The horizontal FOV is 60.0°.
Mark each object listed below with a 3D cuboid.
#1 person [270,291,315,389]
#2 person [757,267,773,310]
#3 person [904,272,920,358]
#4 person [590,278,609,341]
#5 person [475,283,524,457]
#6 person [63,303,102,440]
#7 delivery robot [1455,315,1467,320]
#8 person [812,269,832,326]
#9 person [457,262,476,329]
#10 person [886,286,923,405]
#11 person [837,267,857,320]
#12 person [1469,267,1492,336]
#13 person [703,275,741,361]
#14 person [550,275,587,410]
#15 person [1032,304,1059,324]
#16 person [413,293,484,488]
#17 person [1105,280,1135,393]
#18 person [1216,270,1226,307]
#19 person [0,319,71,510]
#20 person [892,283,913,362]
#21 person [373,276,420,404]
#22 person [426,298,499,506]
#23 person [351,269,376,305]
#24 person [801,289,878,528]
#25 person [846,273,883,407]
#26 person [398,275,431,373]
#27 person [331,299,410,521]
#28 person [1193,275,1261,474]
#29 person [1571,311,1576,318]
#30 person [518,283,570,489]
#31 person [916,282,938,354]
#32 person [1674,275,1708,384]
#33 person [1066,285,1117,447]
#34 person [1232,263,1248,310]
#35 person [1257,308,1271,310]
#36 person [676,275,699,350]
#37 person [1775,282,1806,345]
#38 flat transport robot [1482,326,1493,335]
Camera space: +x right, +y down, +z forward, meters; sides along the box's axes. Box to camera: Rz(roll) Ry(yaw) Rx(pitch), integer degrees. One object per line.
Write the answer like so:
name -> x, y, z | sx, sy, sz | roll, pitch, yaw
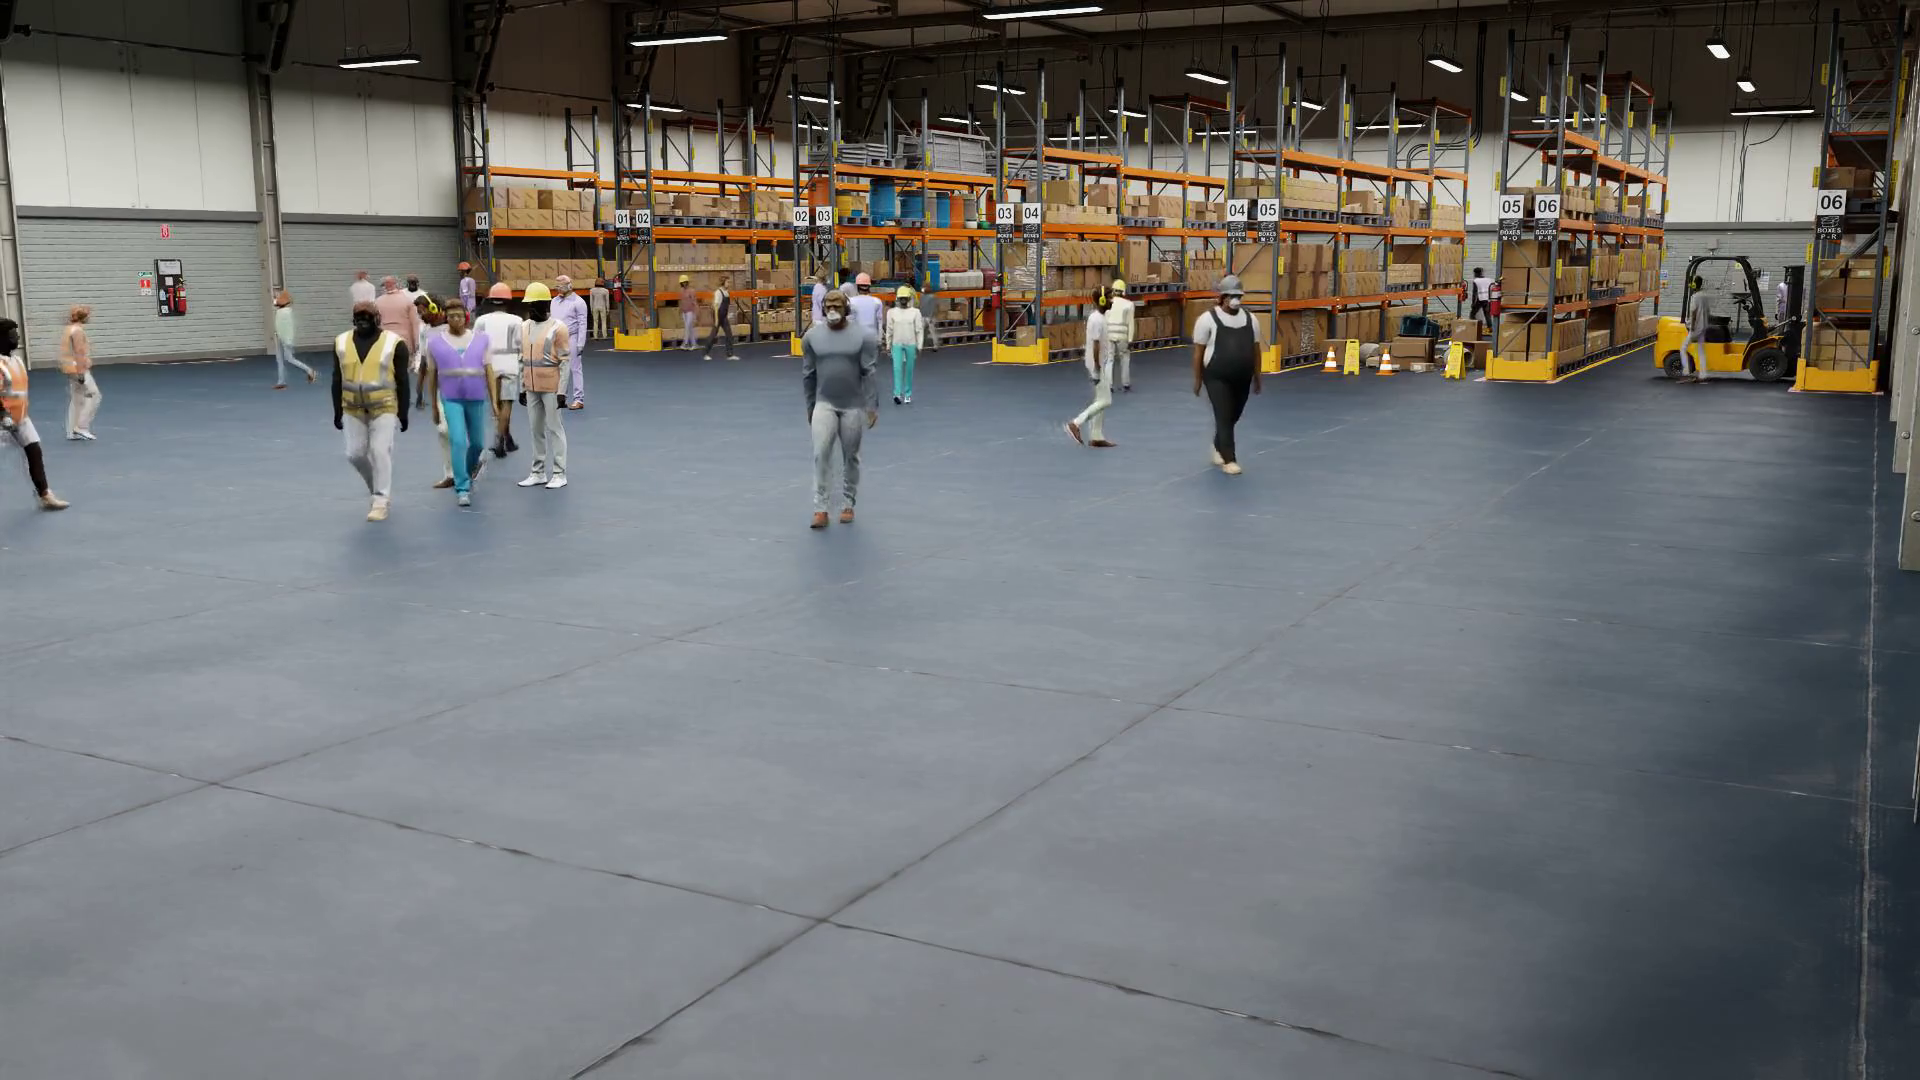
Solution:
person -> -11.058, -3.297, 27.412 | 0.646, 1.612, 0.504 | -8, 13, -39
person -> -5.306, -6.404, 44.789 | 0.578, 1.882, 0.346 | 6, 11, 30
person -> -1.069, -4.753, 35.251 | 0.429, 1.841, 0.634 | 2, 10, 9
person -> -9.235, -5.905, 42.633 | 0.494, 1.624, 0.279 | -1, 10, -3
person -> -5.009, -1.854, 18.169 | 0.567, 1.897, 0.978 | 0, 10, 3
person -> -10.372, -1.969, 19.613 | 0.400, 1.622, 0.494 | -7, 12, -35
delivery robot -> 13.655, -5.942, 45.699 | 0.707, 0.478, 0.477 | -1, 10, -8
person -> -2.581, -4.063, 30.981 | 0.396, 1.924, 0.663 | -2, 10, -14
person -> -11.219, -5.292, 37.815 | 0.391, 2.040, 0.615 | 1, 10, 5
person -> -0.815, -2.839, 24.368 | 0.547, 1.717, 0.877 | 0, 10, 0
person -> -2.360, -4.753, 34.951 | 0.481, 1.947, 0.618 | 4, 10, 22
person -> 14.196, -6.513, 45.526 | 0.615, 1.861, 0.806 | -5, 11, -28
person -> -5.045, -4.620, 34.683 | 0.827, 1.791, 0.531 | 4, 10, 22
person -> -5.603, -2.801, 23.646 | 0.641, 1.905, 0.410 | 5, 11, 27
person -> 1.933, -5.202, 37.633 | 0.632, 1.931, 0.374 | 0, 10, -1
person -> -4.856, -1.402, 15.662 | 0.568, 1.837, 0.458 | 7, 12, 37
person -> 2.503, -3.234, 26.514 | 0.614, 1.789, 0.898 | 3, 10, 16
person -> 6.045, -5.163, 37.434 | 0.557, 1.923, 0.395 | 7, 12, 34
person -> -8.161, -1.059, 14.167 | 0.893, 1.657, 0.525 | 1, 10, 4
person -> -1.178, -4.494, 34.369 | 0.526, 1.626, 0.518 | 5, 11, 29
person -> -8.260, -2.906, 24.380 | 0.678, 1.890, 0.401 | 0, 10, -3
person -> -4.422, -1.239, 14.760 | 0.575, 1.812, 0.802 | -5, 11, -27
person -> -12.683, -4.839, 35.610 | 0.680, 1.889, 0.504 | 5, 11, 26
person -> -0.975, -1.045, 13.349 | 0.638, 1.908, 0.840 | 0, 10, 2
person -> -1.391, -2.888, 24.051 | 0.551, 1.934, 0.373 | -4, 10, -20
person -> -10.212, -4.043, 31.128 | 0.638, 1.828, 0.536 | -1, 10, -5
person -> -4.868, -1.084, 13.810 | 0.643, 1.825, 0.545 | 0, 10, 0
person -> 2.722, -1.733, 16.986 | 0.689, 2.000, 1.020 | -3, 10, -17
person -> 15.920, -6.104, 43.004 | 0.574, 1.888, 0.965 | 8, 13, 40
person -> -3.923, -1.446, 15.636 | 0.587, 1.928, 0.363 | 5, 11, 28
person -> -0.784, -4.960, 37.177 | 0.519, 1.580, 0.842 | 9, 13, 43
person -> 12.552, -3.598, 28.475 | 0.524, 1.841, 0.663 | -6, 12, -33
person -> 1.521, -1.957, 18.865 | 0.492, 1.857, 0.522 | 0, 10, 0
person -> 5.788, -4.833, 35.168 | 0.606, 2.035, 0.403 | 5, 11, 28
person -> 7.497, -5.584, 40.509 | 0.501, 1.702, 0.889 | 5, 11, 29
person -> -6.342, -5.206, 38.214 | 0.538, 1.725, 0.826 | 8, 13, 40
person -> 18.429, -5.079, 36.942 | 0.585, 1.920, 0.391 | 5, 11, 27
flat transport robot -> 14.595, -5.769, 45.792 | 0.652, 0.197, 1.431 | 6, 12, 33
